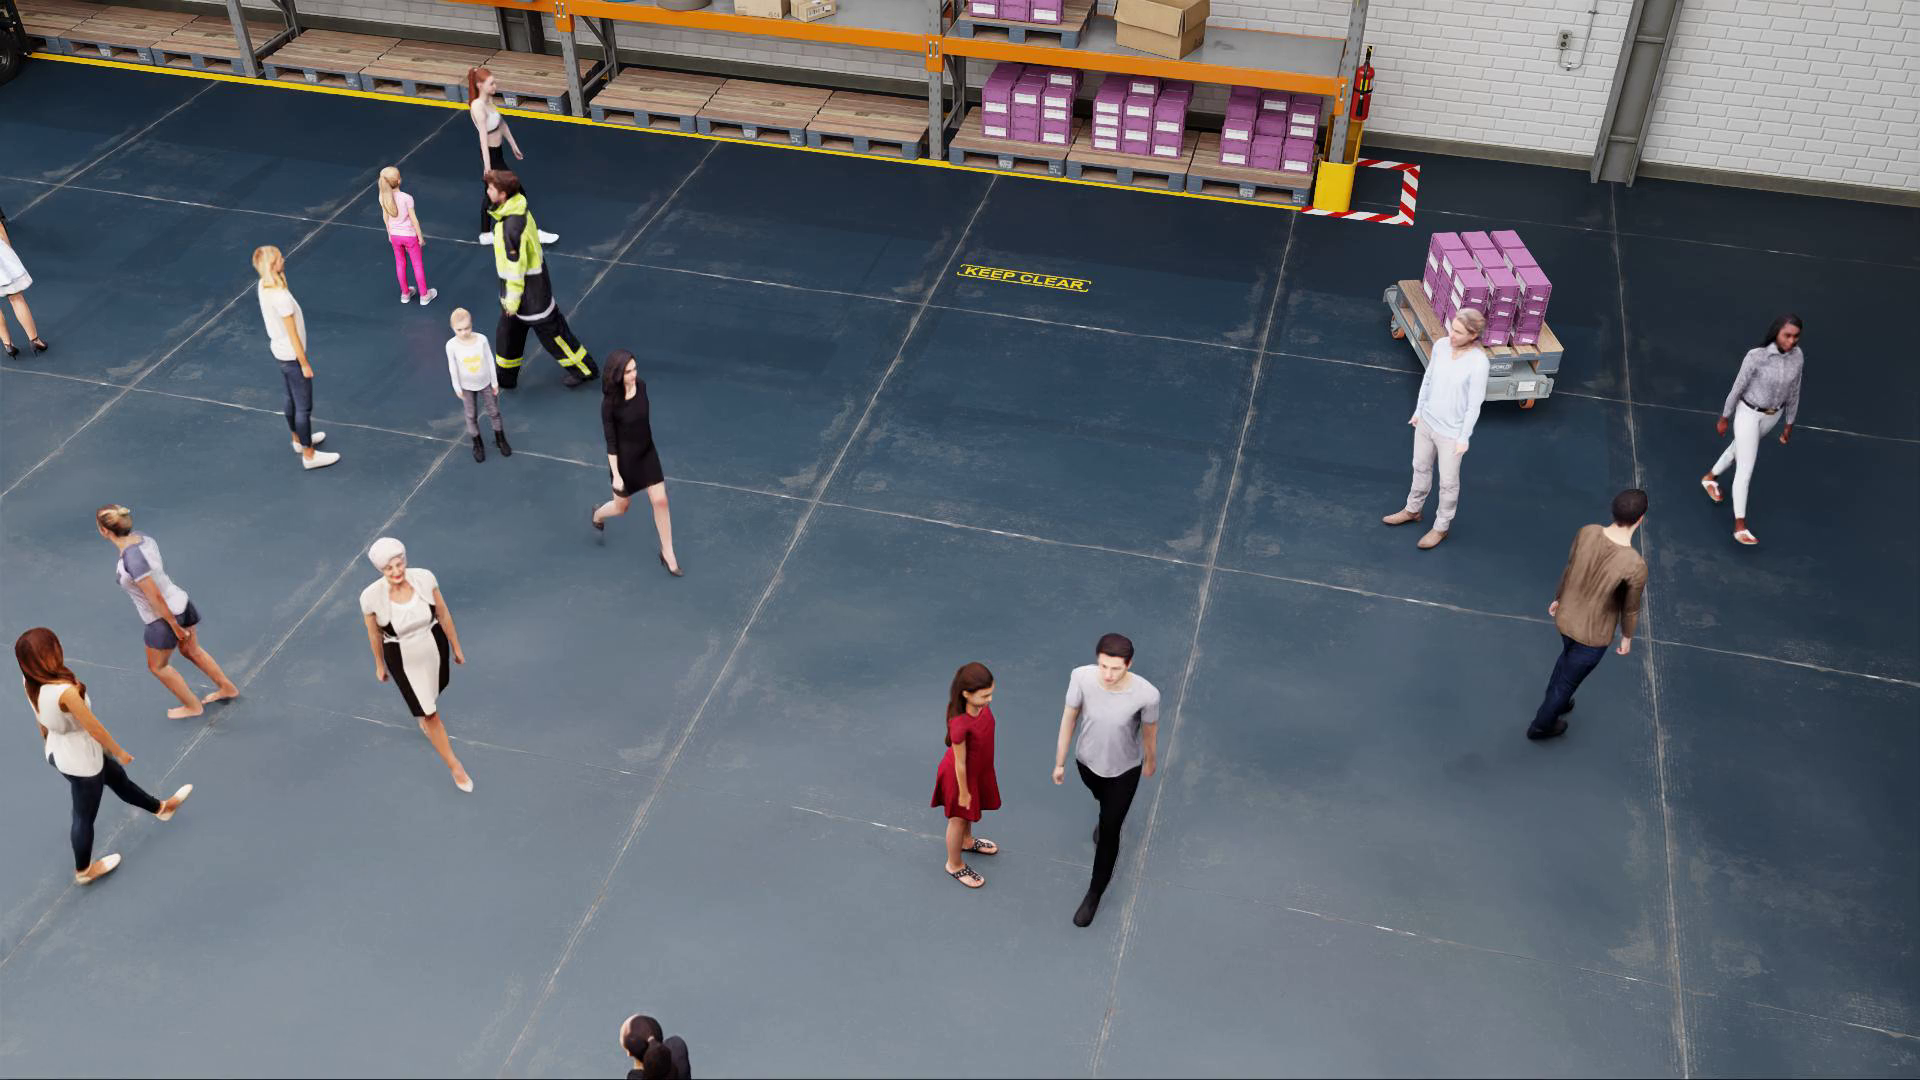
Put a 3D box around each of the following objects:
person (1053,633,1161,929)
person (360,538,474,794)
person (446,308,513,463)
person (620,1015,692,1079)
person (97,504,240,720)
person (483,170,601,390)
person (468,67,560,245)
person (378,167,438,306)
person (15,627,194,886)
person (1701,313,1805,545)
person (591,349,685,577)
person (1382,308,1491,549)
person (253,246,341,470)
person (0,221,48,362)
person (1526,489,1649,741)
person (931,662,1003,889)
[{"bbox_3d":[0.853,1.171,9.277,1.188,1.818,0.865,16,41,19],"label":"person"},{"bbox_3d":[-3.284,0.662,10.001,1.061,1.709,1.187,-25,45,-28],"label":"person"},{"bbox_3d":[-3.695,-1.204,12.684,0.562,1.277,0.632,-15,41,-18],"label":"person"},{"bbox_3d":[-1.324,2.680,7.473,0.586,1.711,0.629,22,44,25],"label":"person"},{"bbox_3d":[-4.877,0.458,10.345,0.780,1.598,0.706,-12,40,-15],"label":"person"},{"bbox_3d":[-3.340,-2.004,13.157,1.374,1.937,1.181,-9,39,-11],"label":"person"},{"bbox_3d":[-4.339,-3.455,15.148,1.053,1.720,0.783,-2,39,-2],"label":"person"},{"bbox_3d":[-4.857,-2.661,14.514,0.429,1.270,0.543,7,39,9],"label":"person"},{"bbox_3d":[-4.971,1.256,9.224,1.060,1.751,0.946,26,45,29],"label":"person"},{"bbox_3d":[5.694,-0.898,11.985,1.160,1.671,0.944,-3,39,-4],"label":"person"},{"bbox_3d":[-2.314,-0.543,11.453,1.160,1.780,0.897,26,45,29],"label":"person"},{"bbox_3d":[3.410,-0.808,11.694,0.810,1.894,0.742,-21,43,-24],"label":"person"},{"bbox_3d":[-5.036,-1.373,12.473,0.747,1.803,0.667,-24,45,-27],"label":"person"},{"bbox_3d":[-7.974,-2.303,13.625,0.830,1.819,0.904,-10,40,-13],"label":"person"},{"bbox_3d":[3.725,0.525,10.053,0.903,1.857,0.842,-20,43,-23],"label":"person"},{"bbox_3d":[0.039,1.283,9.346,0.607,1.555,0.547,12,40,15],"label":"person"}]
